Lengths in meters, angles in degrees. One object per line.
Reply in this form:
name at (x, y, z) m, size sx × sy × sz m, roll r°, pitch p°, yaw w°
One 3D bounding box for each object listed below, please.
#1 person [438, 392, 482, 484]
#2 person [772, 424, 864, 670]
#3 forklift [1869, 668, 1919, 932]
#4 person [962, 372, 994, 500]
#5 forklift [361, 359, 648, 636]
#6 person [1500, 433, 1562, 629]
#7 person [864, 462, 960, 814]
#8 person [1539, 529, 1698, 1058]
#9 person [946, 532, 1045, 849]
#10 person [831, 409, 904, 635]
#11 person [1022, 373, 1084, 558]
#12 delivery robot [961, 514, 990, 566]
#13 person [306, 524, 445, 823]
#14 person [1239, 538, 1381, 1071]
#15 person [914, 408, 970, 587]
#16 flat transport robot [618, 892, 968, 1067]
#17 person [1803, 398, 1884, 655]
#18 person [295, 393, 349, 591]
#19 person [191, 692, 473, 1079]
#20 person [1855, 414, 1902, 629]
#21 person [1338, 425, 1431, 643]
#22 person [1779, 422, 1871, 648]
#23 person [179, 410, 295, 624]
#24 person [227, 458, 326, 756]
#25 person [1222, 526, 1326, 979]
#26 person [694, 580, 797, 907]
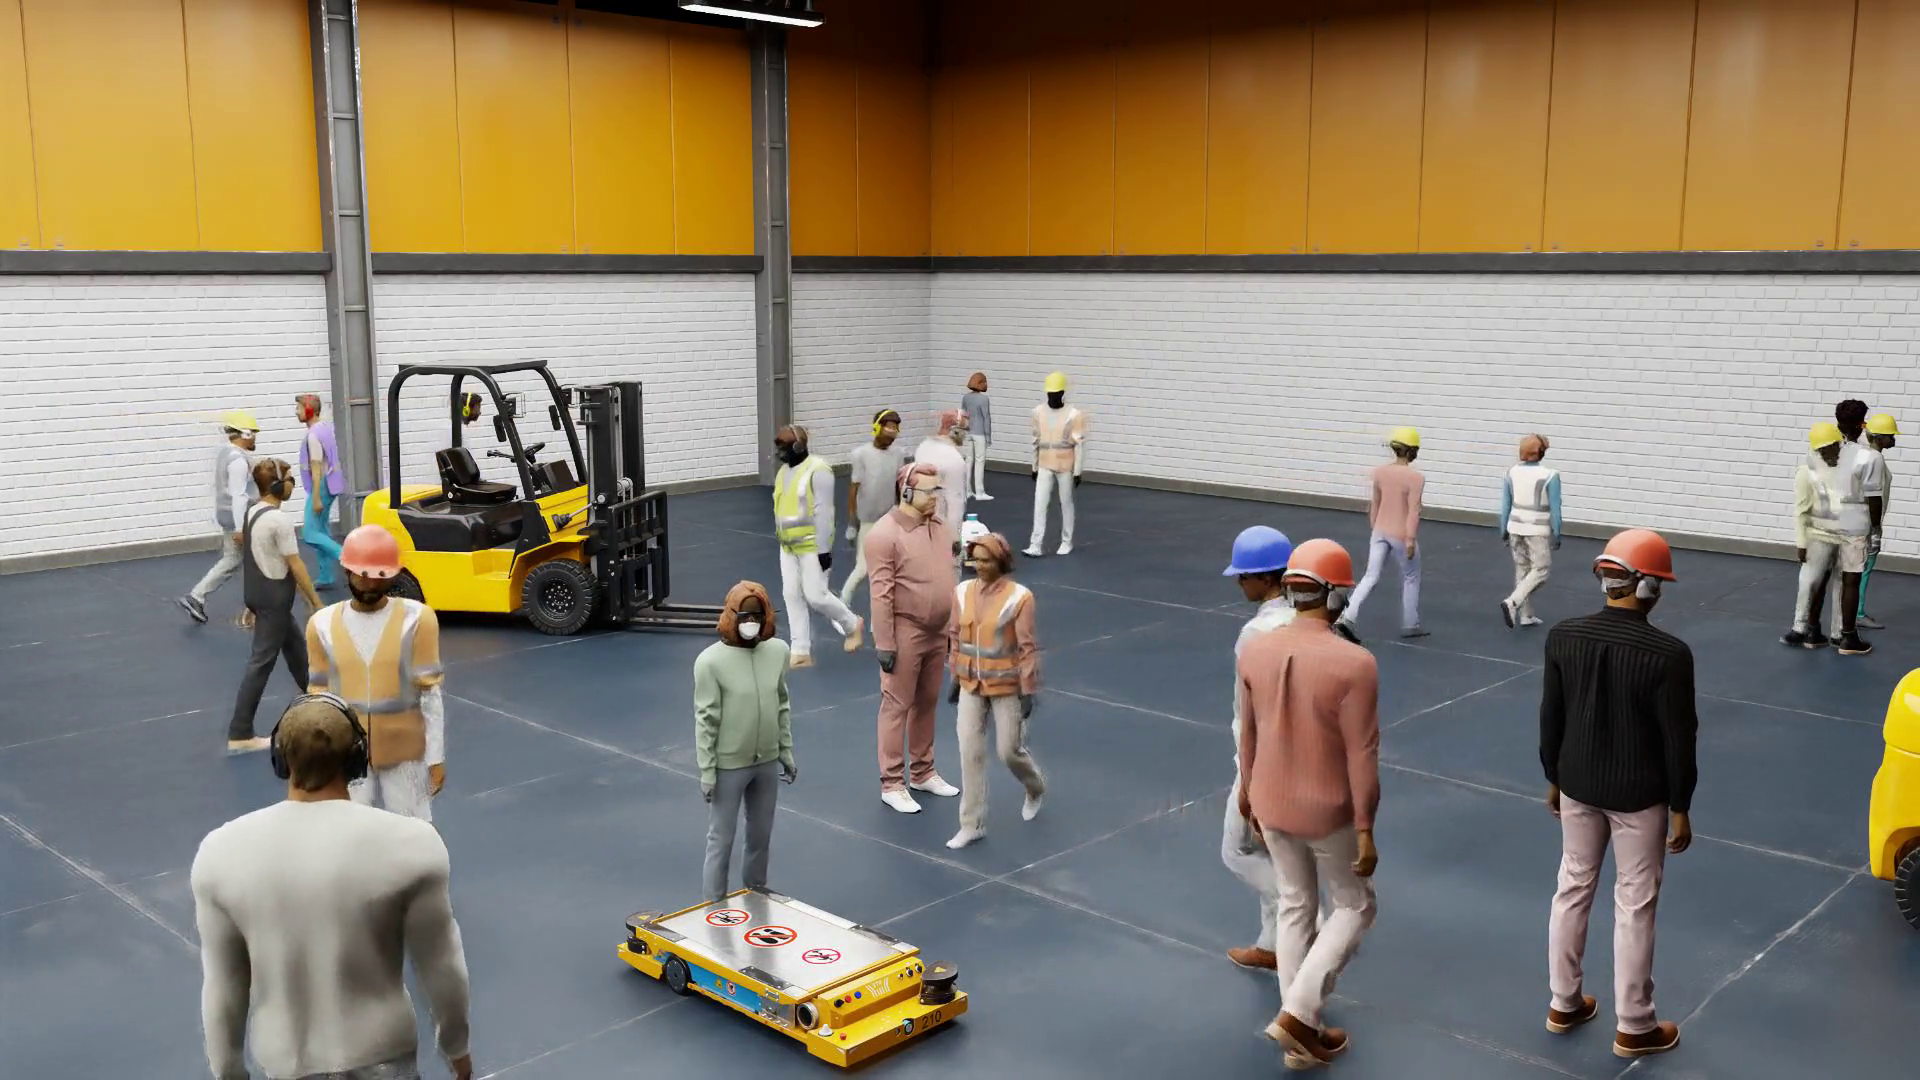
person at (-4.983, -0.563, 16.231) m, size 1.137 × 1.774 × 0.543 m, roll -3°, pitch 10°, yaw -18°
person at (-1.093, 0.041, 12.360) m, size 0.643 × 1.817 × 0.646 m, roll -8°, pitch 12°, yaw -42°
forklift at (5.205, 0.723, 7.013) m, size 2.313 × 2.155 × 1.214 m, roll 9°, pitch 13°, yaw 43°
person at (0.216, -1.329, 21.304) m, size 0.269 × 1.632 × 0.504 m, roll -8°, pitch 12°, yaw -39°
forklift at (-3.850, -0.407, 13.936) m, size 2.313 × 2.155 × 1.214 m, roll 2°, pitch 9°, yaw 11°
person at (4.614, -0.060, 13.547) m, size 0.611 × 1.622 × 0.525 m, roll -6°, pitch 11°, yaw -35°
person at (-0.230, 0.520, 9.140) m, size 0.409 × 1.908 × 0.639 m, roll 7°, pitch 11°, yaw 35°
person at (2.491, 0.945, 6.292) m, size 0.393 × 1.985 × 0.611 m, roll -7°, pitch 12°, yaw -38°
person at (0.197, 0.753, 8.596) m, size 0.531 × 1.619 × 0.657 m, roll 7°, pitch 11°, yaw 35°
person at (-0.697, -0.132, 13.413) m, size 0.558 × 1.834 × 0.515 m, roll -7°, pitch 11°, yaw -35°
person at (0.945, -0.741, 16.913) m, size 0.609 × 1.883 × 0.921 m, roll 4°, pitch 10°, yaw 25°
delivery robot at (0.119, -0.010, 16.214) m, size 0.477 × 0.478 × 0.707 m, roll 0°, pitch 9°, yaw -5°
person at (-2.447, 0.857, 7.027) m, size 0.569 × 1.921 × 0.663 m, roll -1°, pitch 9°, yaw -8°
person at (1.296, 0.979, 6.125) m, size 0.481 × 1.966 × 0.638 m, roll -8°, pitch 12°, yaw -41°
person at (-0.232, -0.098, 13.082) m, size 0.702 × 1.872 × 0.688 m, roll -5°, pitch 10°, yaw -28°
flat transport robot at (-0.708, 1.722, 6.767) m, size 1.431 × 0.197 × 0.652 m, roll 9°, pitch 13°, yaw 43°
person at (6.788, -0.106, 12.788) m, size 0.367 × 1.967 × 0.606 m, roll -6°, pitch 11°, yaw -34°
person at (-5.777, -0.424, 15.147) m, size 0.491 × 1.832 × 0.565 m, roll -2°, pitch 10°, yaw -13°
person at (-1.609, 1.317, 4.312) m, size 0.644 × 1.910 × 0.884 m, roll 0°, pitch 9°, yaw -1°
person at (7.537, -0.161, 13.740) m, size 0.319 × 1.767 × 0.534 m, roll 3°, pitch 10°, yaw 16°
person at (3.377, -0.041, 13.142) m, size 0.887 × 1.728 × 0.531 m, roll -6°, pitch 11°, yaw -33°
person at (6.744, -0.018, 12.832) m, size 0.674 × 1.783 × 0.411 m, roll 0°, pitch 9°, yaw 0°
person at (-6.058, -0.177, 13.784) m, size 0.800 × 1.795 × 0.609 m, roll -6°, pitch 11°, yaw -32°
person at (-4.150, 0.389, 10.276) m, size 0.945 × 1.791 × 0.513 m, roll -7°, pitch 12°, yaw -39°
person at (1.330, 0.904, 6.759) m, size 0.608 × 1.921 × 0.633 m, roll 7°, pitch 12°, yaw 38°
person at (-0.917, 0.975, 7.180) m, size 0.501 × 1.631 × 0.287 m, roll -9°, pitch 13°, yaw -44°
